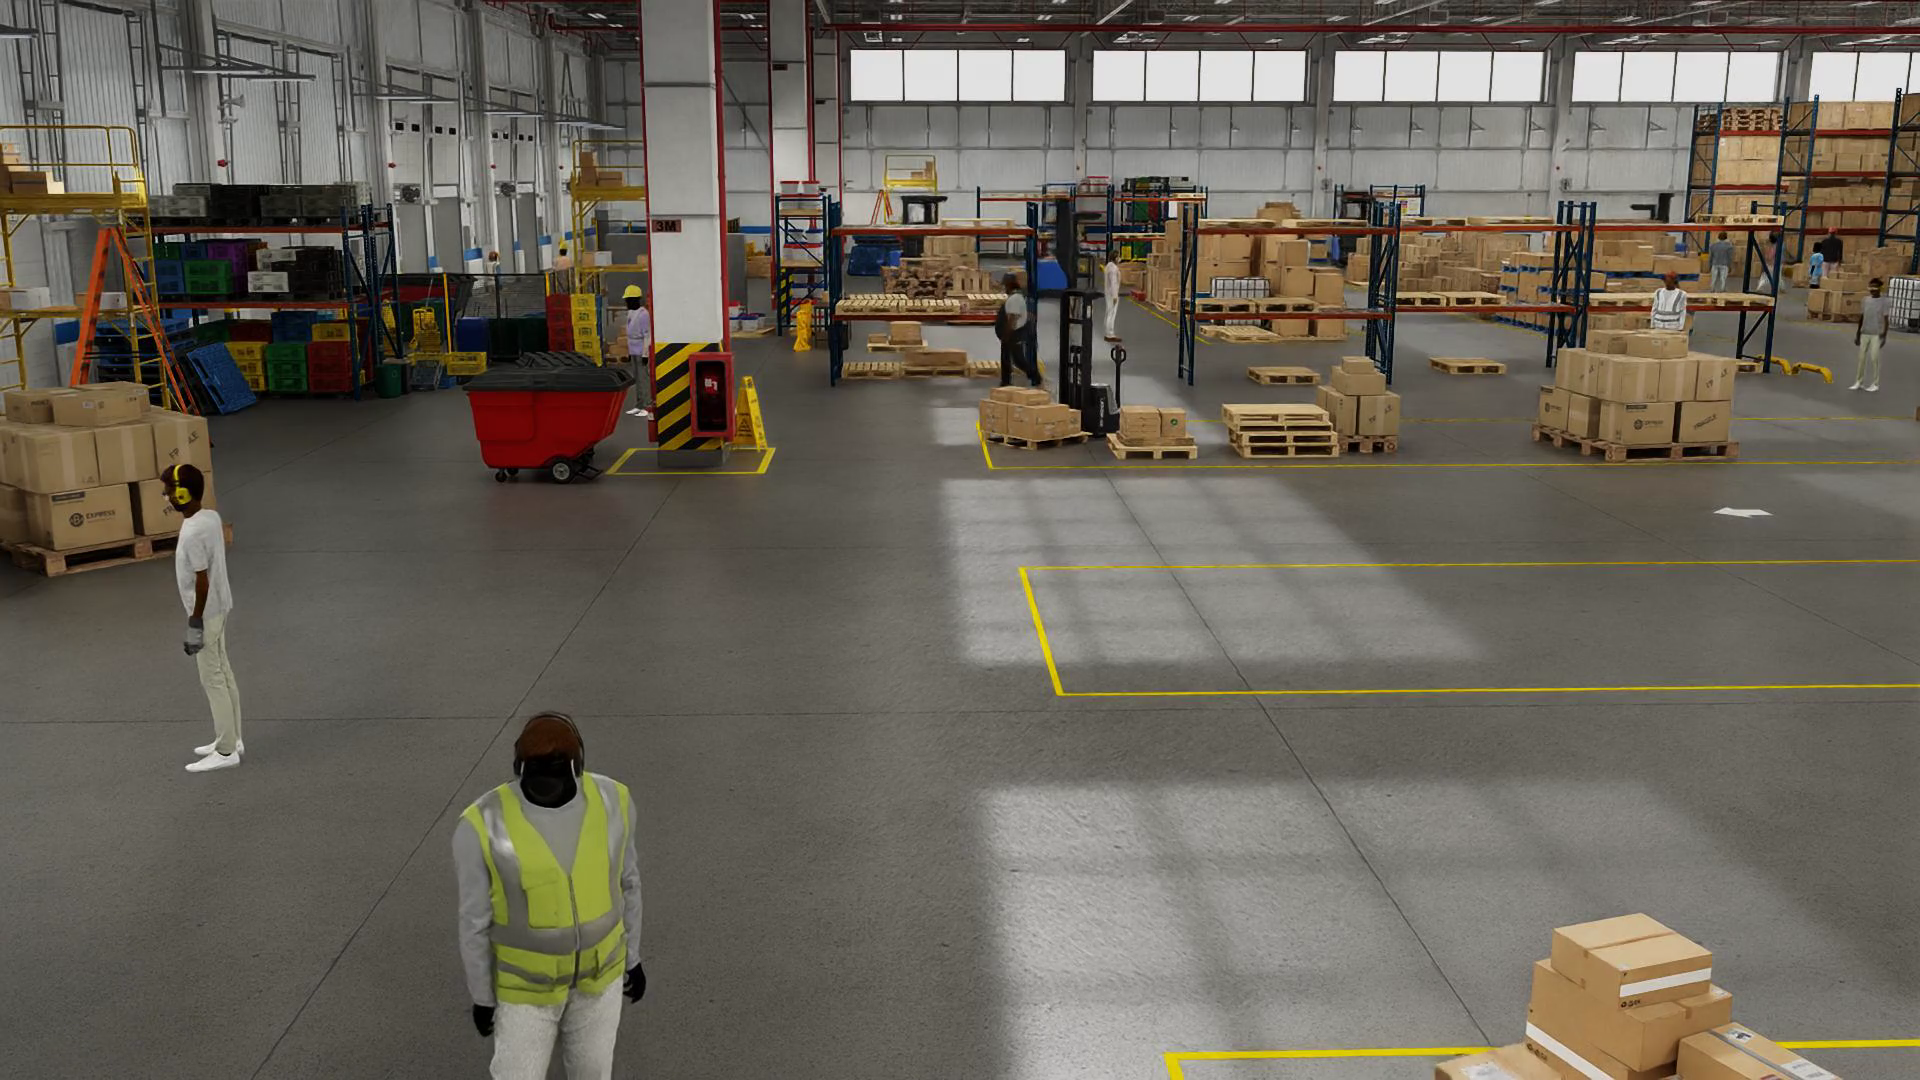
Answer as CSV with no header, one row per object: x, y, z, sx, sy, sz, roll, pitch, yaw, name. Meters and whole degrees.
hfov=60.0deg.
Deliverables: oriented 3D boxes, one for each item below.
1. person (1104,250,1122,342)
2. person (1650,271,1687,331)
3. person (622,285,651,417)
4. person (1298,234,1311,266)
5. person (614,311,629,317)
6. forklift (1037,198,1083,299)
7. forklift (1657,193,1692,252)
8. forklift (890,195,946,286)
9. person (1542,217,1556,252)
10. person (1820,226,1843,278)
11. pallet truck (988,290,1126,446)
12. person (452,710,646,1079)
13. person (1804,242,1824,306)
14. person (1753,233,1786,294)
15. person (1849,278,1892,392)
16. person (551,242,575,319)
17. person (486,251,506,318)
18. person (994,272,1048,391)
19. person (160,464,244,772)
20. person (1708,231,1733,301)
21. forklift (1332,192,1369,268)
3.229,-5.158,35.153,0.356,1.938,0.638,-1,13,-5,person
12.114,-3.661,28.510,0.354,1.887,0.573,-12,17,-43,person
-4.735,-2.769,24.394,0.383,1.924,0.594,-8,15,-32,person
9.719,-7.869,47.395,0.635,1.937,0.352,-8,15,-33,person
-8.434,-6.393,41.386,0.538,1.644,0.886,1,13,5,person
2.865,-8.203,46.757,1.873,2.768,1.129,0,12,-2,forklift
24.292,-10.581,57.496,1.873,2.768,1.129,7,14,28,forklift
-1.333,-9.311,51.759,1.129,2.768,1.873,-7,14,-29,forklift
21.423,-10.754,60.422,0.545,1.939,0.354,12,17,43,person
25.466,-8.182,48.677,0.622,1.992,0.396,4,13,16,person
1.257,-2.299,22.111,1.885,1.965,0.823,-9,15,-35,pallet truck
-1.334,1.450,5.547,0.623,1.841,0.430,-8,15,-32,person
22.884,-7.112,44.521,0.537,1.700,0.318,-12,17,-42,person
23.894,-8.117,48.843,0.944,1.801,0.639,-1,13,-3,person
14.911,-3.354,27.202,0.319,1.857,0.528,-7,14,-30,person
-9.440,-6.129,39.625,0.606,1.901,0.769,-4,13,-19,person
-11.444,-6.266,40.863,0.525,1.632,0.316,10,16,37,person
0.955,-3.312,26.584,0.845,2.000,0.721,-1,13,-5,person
-4.536,0.464,9.953,0.328,1.860,0.520,-3,13,-12,person
21.097,-7.596,46.163,0.632,1.940,0.372,8,15,33,person
14.616,-11.540,61.823,1.129,2.768,1.873,0,12,-2,forklift
